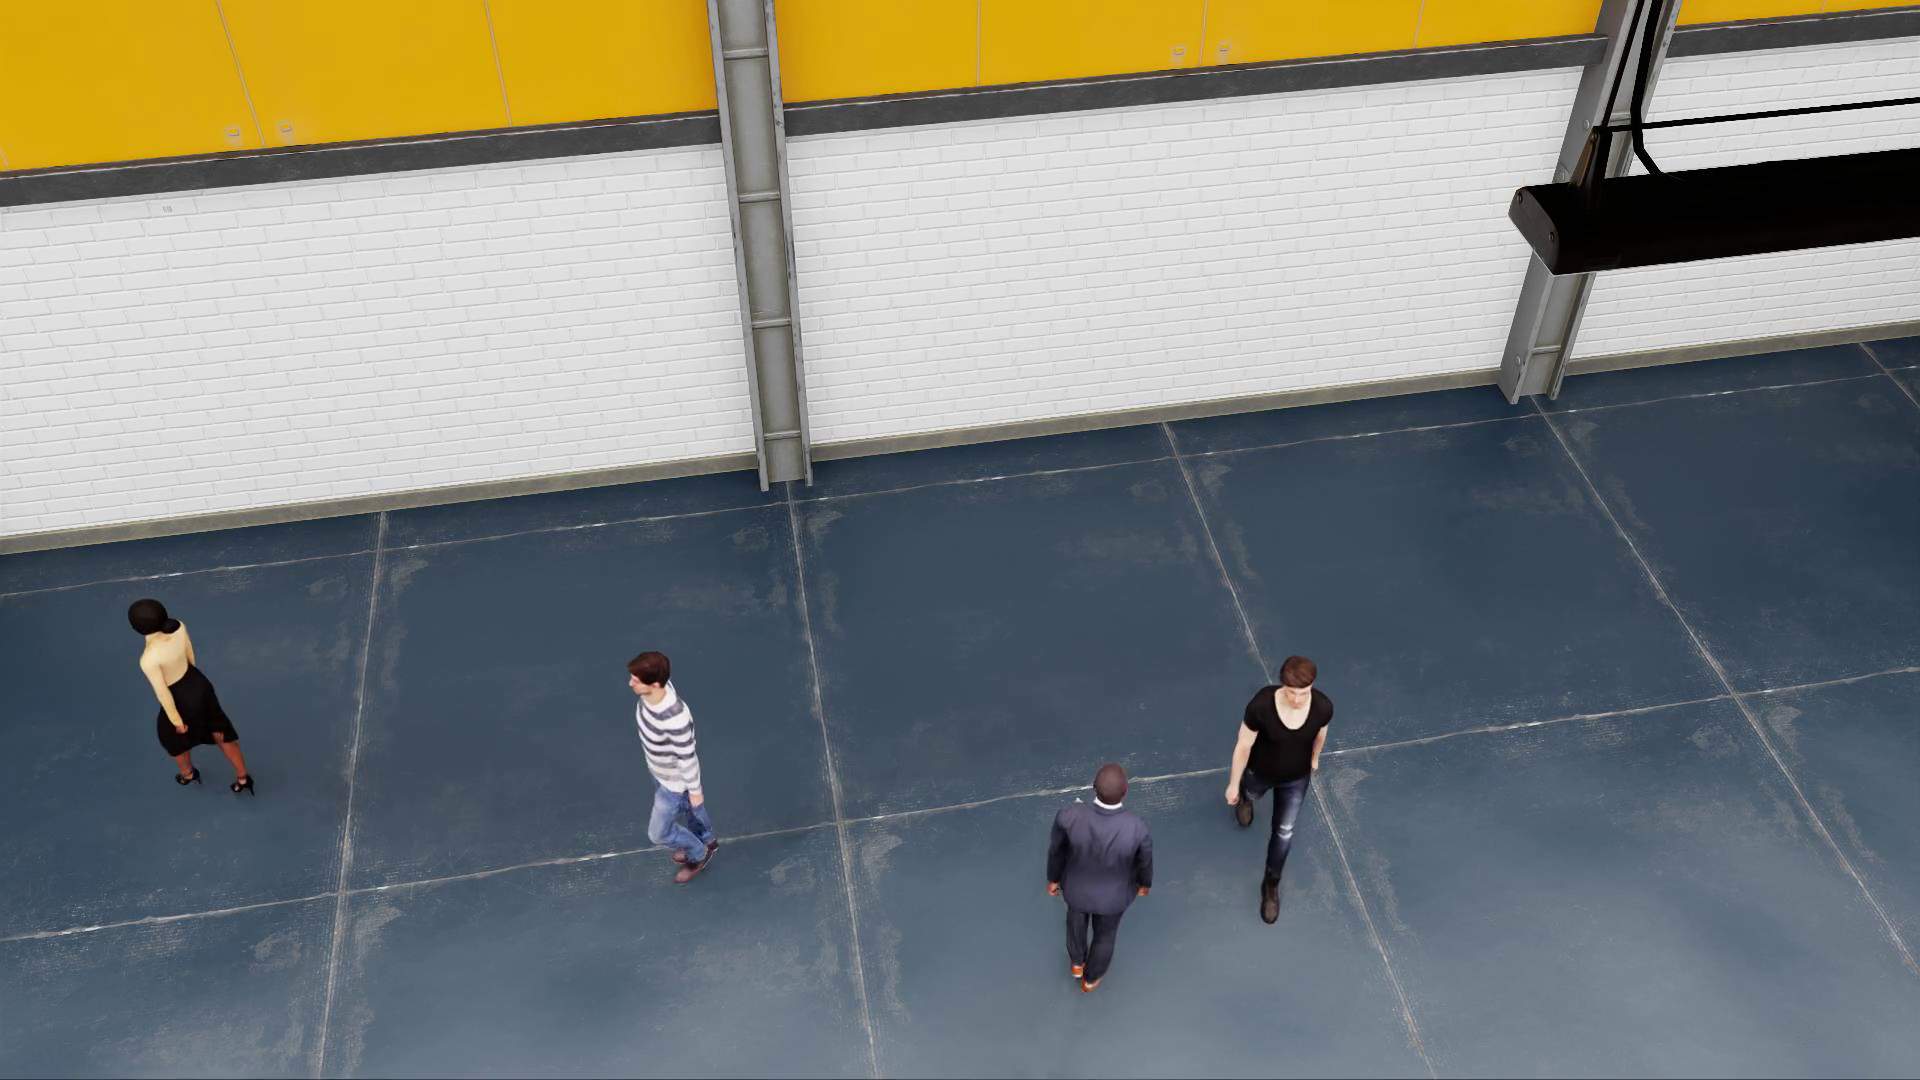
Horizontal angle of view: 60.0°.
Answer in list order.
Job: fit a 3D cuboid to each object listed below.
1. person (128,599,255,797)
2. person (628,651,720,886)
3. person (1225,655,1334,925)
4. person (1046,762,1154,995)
[{"bbox_3d":[-4.545,0.982,9.945,0.888,1.632,0.772,11,45,12],"label":"person"},{"bbox_3d":[-1.555,1.264,9.500,0.797,1.837,0.782,-22,48,-22],"label":"person"},{"bbox_3d":[1.803,1.226,9.528,1.245,1.855,0.987,4,44,5],"label":"person"},{"bbox_3d":[0.716,1.896,8.859,0.739,1.808,0.869,12,45,12],"label":"person"}]
